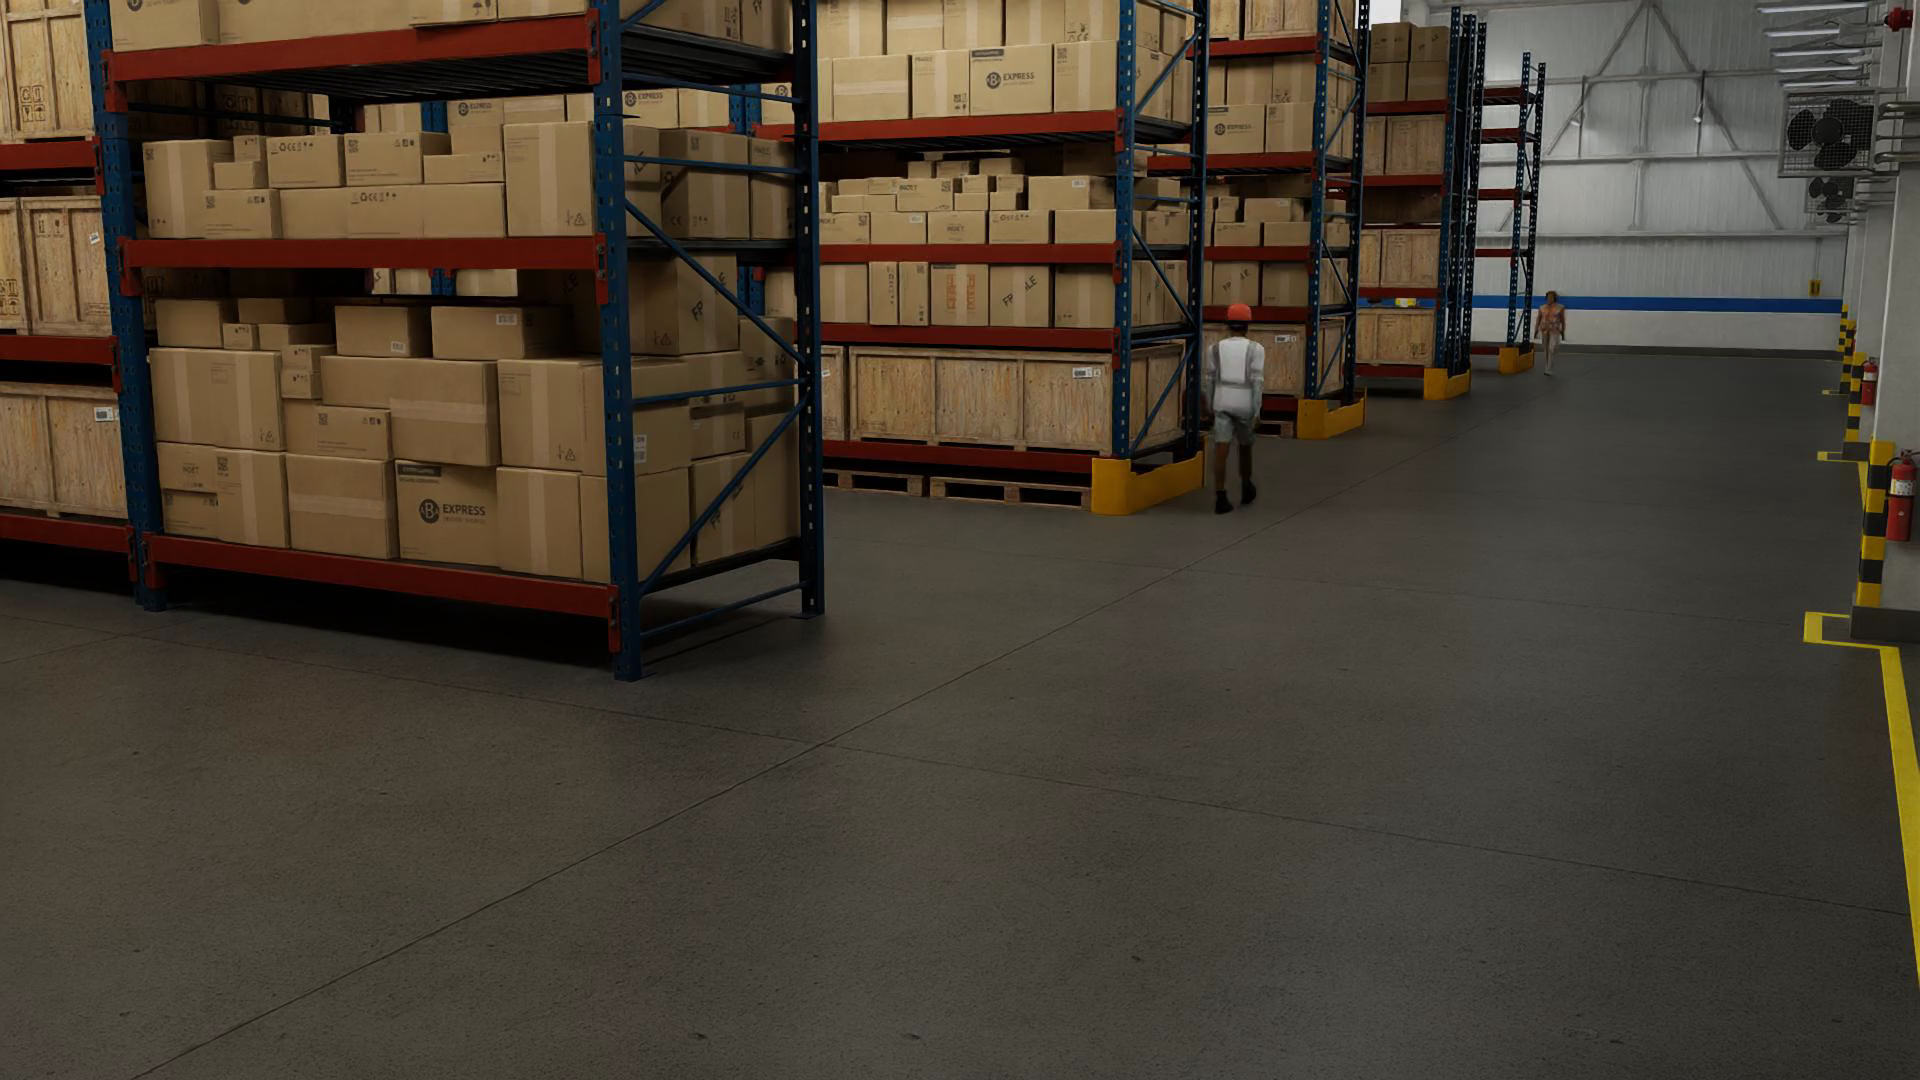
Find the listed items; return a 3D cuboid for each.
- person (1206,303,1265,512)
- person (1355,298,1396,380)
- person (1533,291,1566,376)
[{"bbox_3d":[2.508,-1.213,15.161,0.560,1.877,1.012,4,11,24],"label":"person"},{"bbox_3d":[7.687,-3.780,30.569,0.914,1.695,0.503,9,13,41],"label":"person"},{"bbox_3d":[11.159,-3.909,31.562,0.546,1.606,0.788,9,13,41],"label":"person"}]
